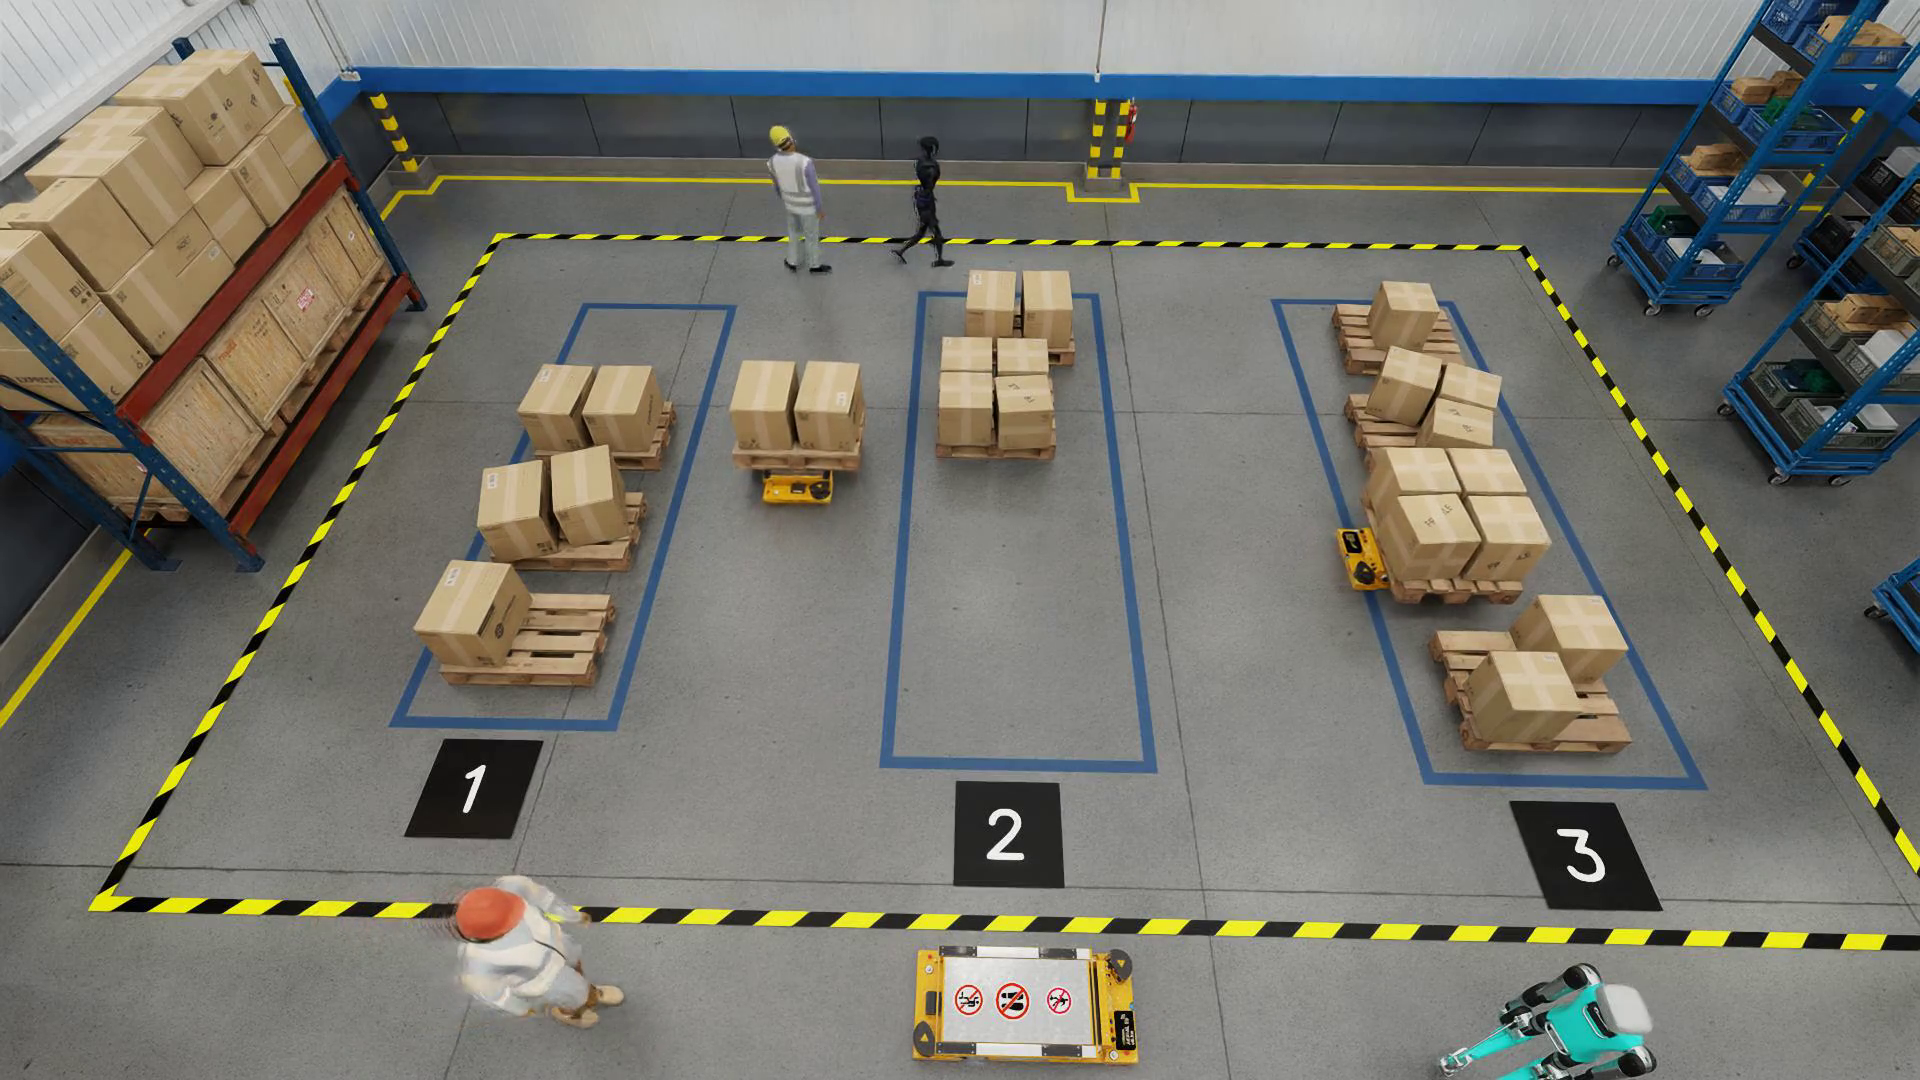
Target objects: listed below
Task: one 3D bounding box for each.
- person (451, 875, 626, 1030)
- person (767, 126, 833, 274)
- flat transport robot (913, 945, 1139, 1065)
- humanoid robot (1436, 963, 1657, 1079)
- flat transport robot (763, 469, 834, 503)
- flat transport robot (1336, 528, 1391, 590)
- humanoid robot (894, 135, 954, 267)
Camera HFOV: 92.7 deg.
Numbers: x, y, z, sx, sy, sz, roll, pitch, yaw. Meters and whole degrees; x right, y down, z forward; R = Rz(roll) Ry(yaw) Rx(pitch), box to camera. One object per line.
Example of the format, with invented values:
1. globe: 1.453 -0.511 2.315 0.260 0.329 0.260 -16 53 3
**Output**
1. person: -2.402 2.452 5.359 0.444 2.028 0.603 0 51 0
2. person: -1.873 -3.917 10.712 0.666 1.777 0.406 23 55 18
3. flat transport robot: 0.422 3.041 6.007 1.431 0.231 0.659 1 51 1
4. humanoid robot: 3.093 2.874 5.112 0.735 1.673 0.533 -11 52 -9
5. flat transport robot: -1.564 -0.965 9.254 0.652 0.197 1.431 1 51 1
6. flat transport robot: 4.250 0.148 8.347 1.431 0.197 0.652 1 51 1
7. humanoid robot: -0.448 -3.969 10.830 0.677 1.637 0.612 -7 51 -6
